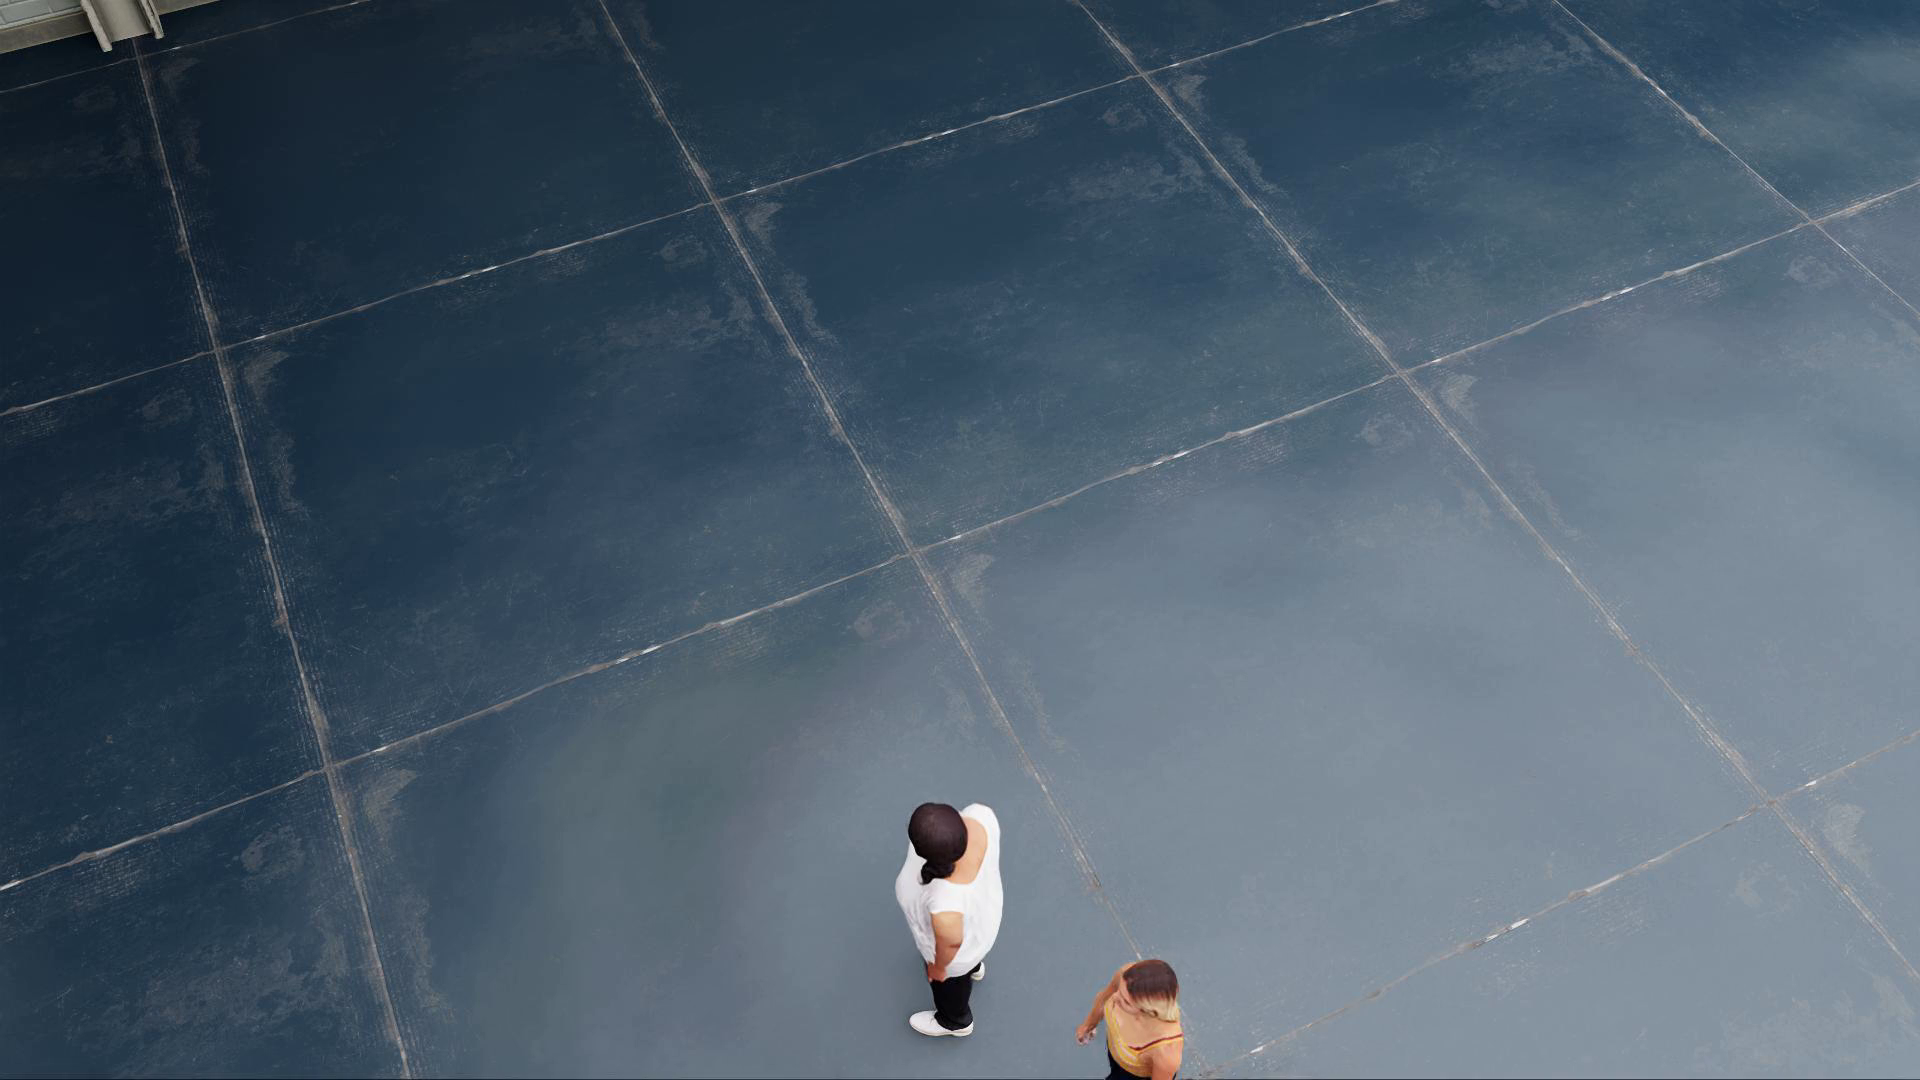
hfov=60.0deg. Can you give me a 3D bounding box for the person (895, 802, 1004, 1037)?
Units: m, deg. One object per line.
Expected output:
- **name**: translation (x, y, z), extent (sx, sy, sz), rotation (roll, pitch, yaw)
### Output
- **person**: translation (-0.040, 1.450, 6.427), extent (0.816, 1.687, 0.761), rotation (14, 54, 11)

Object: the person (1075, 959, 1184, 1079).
- **person**: translation (0.728, 1.901, 6.124), extent (0.662, 1.613, 0.647), rotation (-8, 53, -6)
